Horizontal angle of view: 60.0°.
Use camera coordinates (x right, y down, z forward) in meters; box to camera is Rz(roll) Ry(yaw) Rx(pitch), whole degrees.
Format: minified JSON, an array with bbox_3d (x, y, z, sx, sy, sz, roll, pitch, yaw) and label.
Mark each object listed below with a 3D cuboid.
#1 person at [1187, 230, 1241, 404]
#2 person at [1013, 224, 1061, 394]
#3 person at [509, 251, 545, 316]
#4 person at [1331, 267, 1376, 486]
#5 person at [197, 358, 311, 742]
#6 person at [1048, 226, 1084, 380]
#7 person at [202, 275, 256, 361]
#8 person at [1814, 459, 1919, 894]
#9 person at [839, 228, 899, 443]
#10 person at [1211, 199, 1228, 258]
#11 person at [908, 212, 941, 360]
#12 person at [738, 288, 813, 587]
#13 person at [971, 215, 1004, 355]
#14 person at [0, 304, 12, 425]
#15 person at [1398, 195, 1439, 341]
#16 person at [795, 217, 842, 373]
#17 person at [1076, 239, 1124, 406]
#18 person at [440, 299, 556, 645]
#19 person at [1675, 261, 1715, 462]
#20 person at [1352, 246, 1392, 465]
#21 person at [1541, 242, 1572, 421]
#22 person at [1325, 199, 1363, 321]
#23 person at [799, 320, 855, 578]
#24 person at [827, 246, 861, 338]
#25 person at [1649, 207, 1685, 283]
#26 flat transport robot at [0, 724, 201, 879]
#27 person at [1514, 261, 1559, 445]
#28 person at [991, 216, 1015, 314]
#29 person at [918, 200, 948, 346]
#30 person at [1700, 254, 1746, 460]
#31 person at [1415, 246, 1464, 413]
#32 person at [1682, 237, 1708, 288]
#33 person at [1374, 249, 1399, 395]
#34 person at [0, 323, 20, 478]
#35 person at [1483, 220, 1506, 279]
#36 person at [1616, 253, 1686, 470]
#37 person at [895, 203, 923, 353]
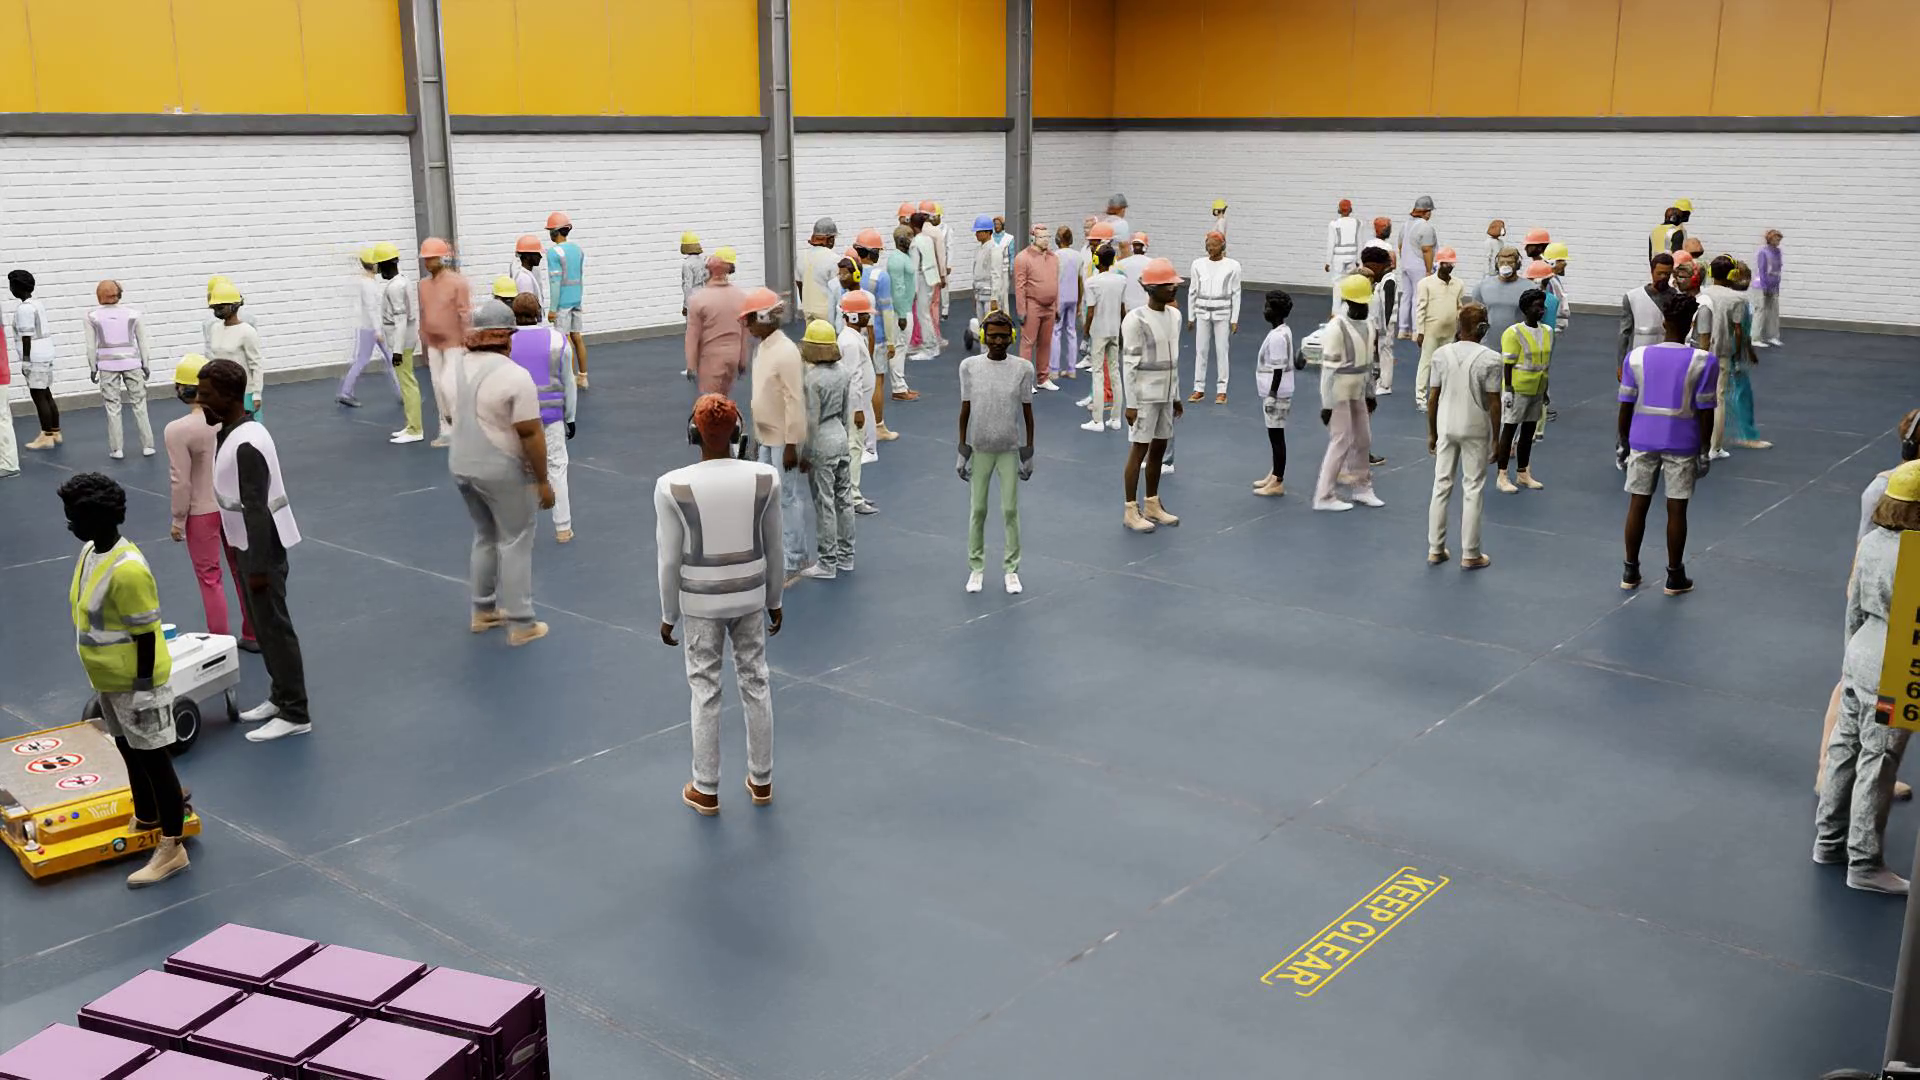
[{"bbox_3d":[2.771,-2.437,18.225,0.583,1.885,0.350,6,15,23],"label":"person"},{"bbox_3d":[0.909,-2.636,18.982,0.641,1.908,0.407,-12,18,-40],"label":"person"},{"bbox_3d":[-5.283,-2.839,20.331,0.513,1.640,0.313,9,17,32],"label":"person"},{"bbox_3d":[3.355,-1.393,14.139,0.345,1.846,0.506,8,16,30],"label":"person"},{"bbox_3d":[-3.504,0.041,8.290,0.402,1.909,0.590,-8,16,-29],"label":"person"},{"bbox_3d":[1.238,-2.827,19.902,0.518,1.835,0.357,-8,16,-28],"label":"person"},{"bbox_3d":[-6.379,-1.443,14.568,0.324,1.731,0.488,11,18,37],"label":"person"},{"bbox_3d":[3.715,0.532,6.649,0.313,1.744,0.487,0,14,0],"label":"person"},{"bbox_3d":[-0.866,-1.958,15.993,0.608,2.044,0.370,10,17,35],"label":"person"},{"bbox_3d":[4.385,-4.889,28.269,0.310,1.768,0.533,2,14,9],"label":"person"},{"bbox_3d":[-0.480,-3.297,21.657,0.453,1.896,0.615,4,15,17],"label":"person"},{"bbox_3d":[-1.174,-0.673,11.049,0.473,1.952,0.681,-7,16,-25],"label":"person"},{"bbox_3d":[0.323,-2.965,20.225,0.417,1.940,0.607,-6,15,-23],"label":"person"},{"bbox_3d":[-9.580,-1.812,16.244,0.514,1.634,0.313,-5,15,-19],"label":"person"},{"bbox_3d":[6.523,-3.847,23.546,0.536,2.000,0.688,-5,15,-18],"label":"person"},{"bbox_3d":[-1.433,-2.494,18.139,0.688,2.000,0.539,13,19,43],"label":"person"},{"bbox_3d":[1.537,-2.355,17.840,0.395,1.916,0.587,-7,16,-26],"label":"person"},{"bbox_3d":[-2.683,-0.413,9.823,0.767,2.000,0.538,9,17,32],"label":"person"},{"bbox_3d":[6.437,-1.531,14.685,0.374,1.843,0.569,1,14,3],"label":"person"},{"bbox_3d":[3.644,-1.659,14.971,0.367,1.958,0.607,-2,14,-6],"label":"person"},{"bbox_3d":[6.087,-2.155,17.215,0.404,1.830,0.592,6,15,23],"label":"person"},{"bbox_3d":[5.945,-4.326,25.776,0.572,1.886,0.354,-3,14,-11],"label":"person"},{"bbox_3d":[-0.919,-0.612,11.220,0.301,1.745,0.483,8,16,30],"label":"person"},{"bbox_3d":[-1.130,-2.276,17.850,0.573,1.749,0.343,4,15,15],"label":"person"},{"bbox_3d":[10.312,-3.921,24.260,0.430,1.838,0.620,-4,15,-16],"label":"person"},{"bbox_3d":[-3.967,1.097,7.378,0.652,0.197,1.431,-13,19,-42],"label":"flat transport robot"},{"bbox_3d":[5.474,-1.785,15.887,0.330,1.750,0.572,11,18,37],"label":"person"},{"bbox_3d":[0.579,-4.135,25.509,0.513,1.641,0.307,2,14,8],"label":"person"},{"bbox_3d":[-0.447,-3.667,22.917,0.609,1.997,0.374,9,16,31],"label":"person"},{"bbox_3d":[6.870,-1.666,15.177,0.526,1.871,0.324,11,18,38],"label":"person"},{"bbox_3d":[5.098,-2.236,17.680,0.561,1.756,0.318,-5,15,-18],"label":"person"},{"bbox_3d":[9.137,-2.968,20.856,0.504,1.632,0.287,-9,17,-32],"label":"person"},{"bbox_3d":[4.796,-2.463,18.826,0.309,1.641,0.513,1,14,5],"label":"person"},{"bbox_3d":[-8.421,-1.406,14.395,0.352,1.743,0.572,-10,17,-34],"label":"person"},{"bbox_3d":[7.902,-3.915,24.659,0.267,1.638,0.506,12,19,41],"label":"person"},{"bbox_3d":[6.108,-1.577,14.726,0.596,1.915,0.373,0,14,-1],"label":"person"},{"bbox_3d":[-0.668,-3.499,22.249,0.395,1.994,0.613,0,14,-1],"label":"person"}]
